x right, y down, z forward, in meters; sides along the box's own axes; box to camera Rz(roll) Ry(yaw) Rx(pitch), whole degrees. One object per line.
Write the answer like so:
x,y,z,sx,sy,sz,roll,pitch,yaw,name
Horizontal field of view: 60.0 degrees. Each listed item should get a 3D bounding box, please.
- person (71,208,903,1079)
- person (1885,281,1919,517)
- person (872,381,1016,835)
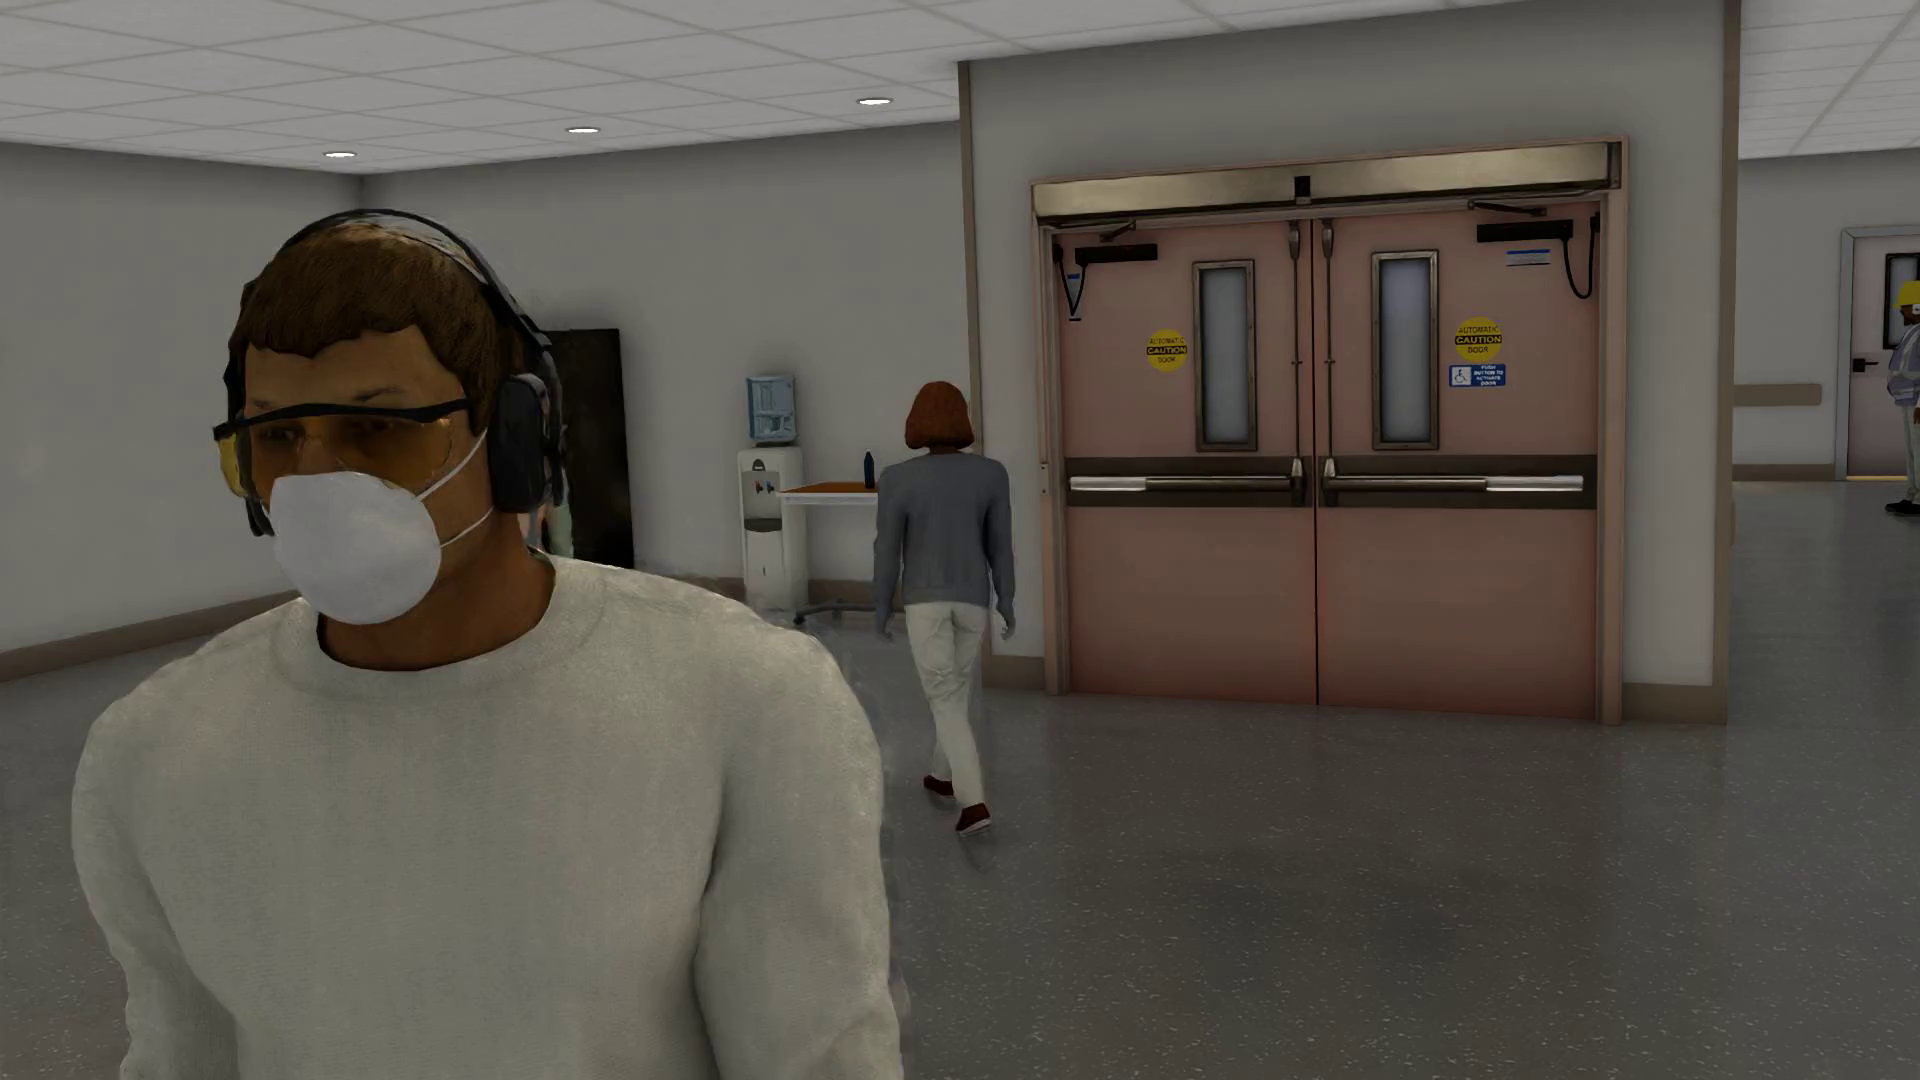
-0.344,0.694,1.339,0.634,1.896,1.001,-3,7,-2,person
7.411,-1.088,12.892,0.403,1.823,0.586,0,8,20,person
-0.047,0.225,5.969,0.510,1.593,0.833,-5,8,-21,person
